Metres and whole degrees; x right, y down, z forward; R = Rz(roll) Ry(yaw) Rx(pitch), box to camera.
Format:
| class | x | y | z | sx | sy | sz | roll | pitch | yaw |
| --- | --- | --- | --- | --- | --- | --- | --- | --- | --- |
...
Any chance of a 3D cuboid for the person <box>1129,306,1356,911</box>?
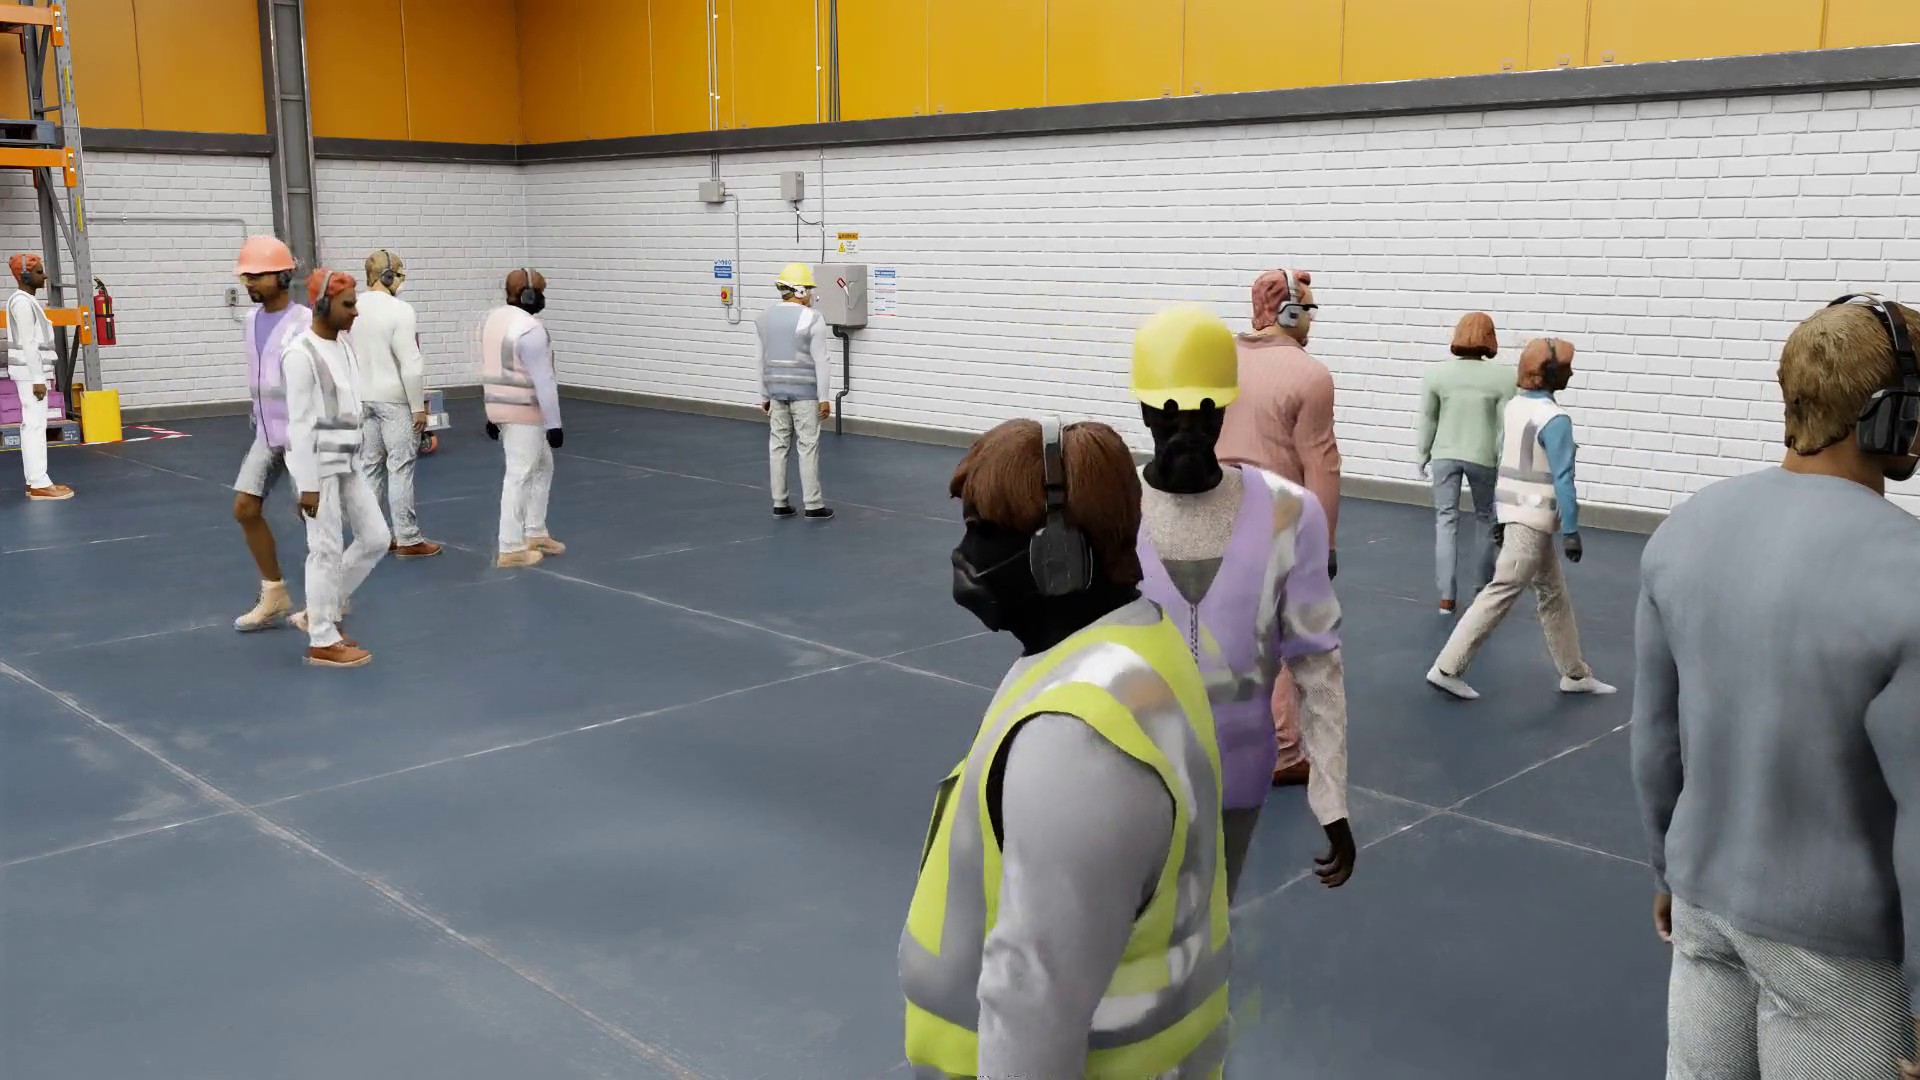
| class | x | y | z | sx | sy | sz | roll | pitch | yaw |
| --- | --- | --- | --- | --- | --- | --- | --- | --- | --- |
| person | 0.465 | 0.487 | 3.319 | 0.610 | 1.876 | 0.972 | -1 | 10 | -4 |

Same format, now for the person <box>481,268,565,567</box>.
| class | x | y | z | sx | sy | sz | roll | pitch | yaw |
| --- | --- | --- | --- | --- | --- | --- | --- | --- | --- |
| person | -2.622 | -0.752 | 10.241 | 0.670 | 1.817 | 0.649 | -8 | 13 | -38 |

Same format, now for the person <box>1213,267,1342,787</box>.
| class | x | y | z | sx | sy | sz | roll | pitch | yaw |
| --- | --- | --- | --- | --- | --- | --- | --- | --- | --- |
| person | 1.161 | -0.048 | 6.180 | 0.403 | 1.904 | 0.652 | -8 | 13 | -36 |

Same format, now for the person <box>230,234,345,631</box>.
| class | x | y | z | sx | sy | sz | roll | pitch | yaw |
| --- | --- | --- | --- | --- | --- | --- | --- | --- | --- |
| person | -3.468 | -0.518 | 8.422 | 0.642 | 2.015 | 0.714 | 6 | 12 | 32 |

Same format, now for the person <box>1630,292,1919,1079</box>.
| class | x | y | z | sx | sy | sz | roll | pitch | yaw |
| --- | --- | --- | --- | --- | --- | --- | --- | --- | --- |
| person | 1.302 | 0.594 | 2.581 | 0.364 | 1.939 | 0.636 | -3 | 11 | -18 |

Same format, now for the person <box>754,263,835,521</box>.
| class | x | y | z | sx | sy | sz | roll | pitch | yaw |
| --- | --- | --- | --- | --- | --- | --- | --- | --- | --- |
| person | -1.167 | -1.044 | 11.821 | 0.591 | 1.828 | 0.404 | 6 | 12 | 28 |

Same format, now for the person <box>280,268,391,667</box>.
| class | x | y | z | sx | sy | sz | roll | pitch | yaw |
| --- | --- | --- | --- | --- | --- | --- | --- | --- | --- |
| person | -2.921 | -0.324 | 7.774 | 0.420 | 1.868 | 0.611 | 1 | 10 | 5 |

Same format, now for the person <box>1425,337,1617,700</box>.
| class | x | y | z | sx | sy | sz | roll | pitch | yaw |
| --- | --- | --- | --- | --- | --- | --- | --- | --- | --- |
| person | 2.456 | -0.076 | 7.202 | 0.879 | 1.602 | 0.522 | 0 | 10 | 0 |

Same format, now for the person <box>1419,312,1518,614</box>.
| class | x | y | z | sx | sy | sz | roll | pitch | yaw |
| --- | --- | --- | --- | --- | --- | --- | --- | --- | --- |
| person | 2.748 | -0.426 | 9.034 | 0.514 | 1.611 | 0.661 | 4 | 11 | 23 |

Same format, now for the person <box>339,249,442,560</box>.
| class | x | y | z | sx | sy | sz | roll | pitch | yaw |
| --- | --- | --- | --- | --- | --- | --- | --- | --- | --- |
| person | -3.579 | -0.837 | 10.405 | 0.627 | 1.933 | 0.371 | 6 | 12 | 29 |

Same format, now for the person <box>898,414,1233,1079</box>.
| class | x | y | z | sx | sy | sz | roll | pitch | yaw |
| --- | --- | --- | --- | --- | --- | --- | --- | --- | --- |
| person | 0.222 | 0.734 | 2.195 | 0.892 | 1.813 | 0.621 | 1 | 10 | 5 |

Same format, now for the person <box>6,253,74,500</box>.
| class | x | y | z | sx | sy | sz | roll | pitch | yaw |
| --- | --- | --- | --- | --- | --- | --- | --- | --- | --- |
| person | -7.115 | -1.250 | 12.792 | 0.353 | 1.883 | 0.572 | -6 | 12 | -31 |
